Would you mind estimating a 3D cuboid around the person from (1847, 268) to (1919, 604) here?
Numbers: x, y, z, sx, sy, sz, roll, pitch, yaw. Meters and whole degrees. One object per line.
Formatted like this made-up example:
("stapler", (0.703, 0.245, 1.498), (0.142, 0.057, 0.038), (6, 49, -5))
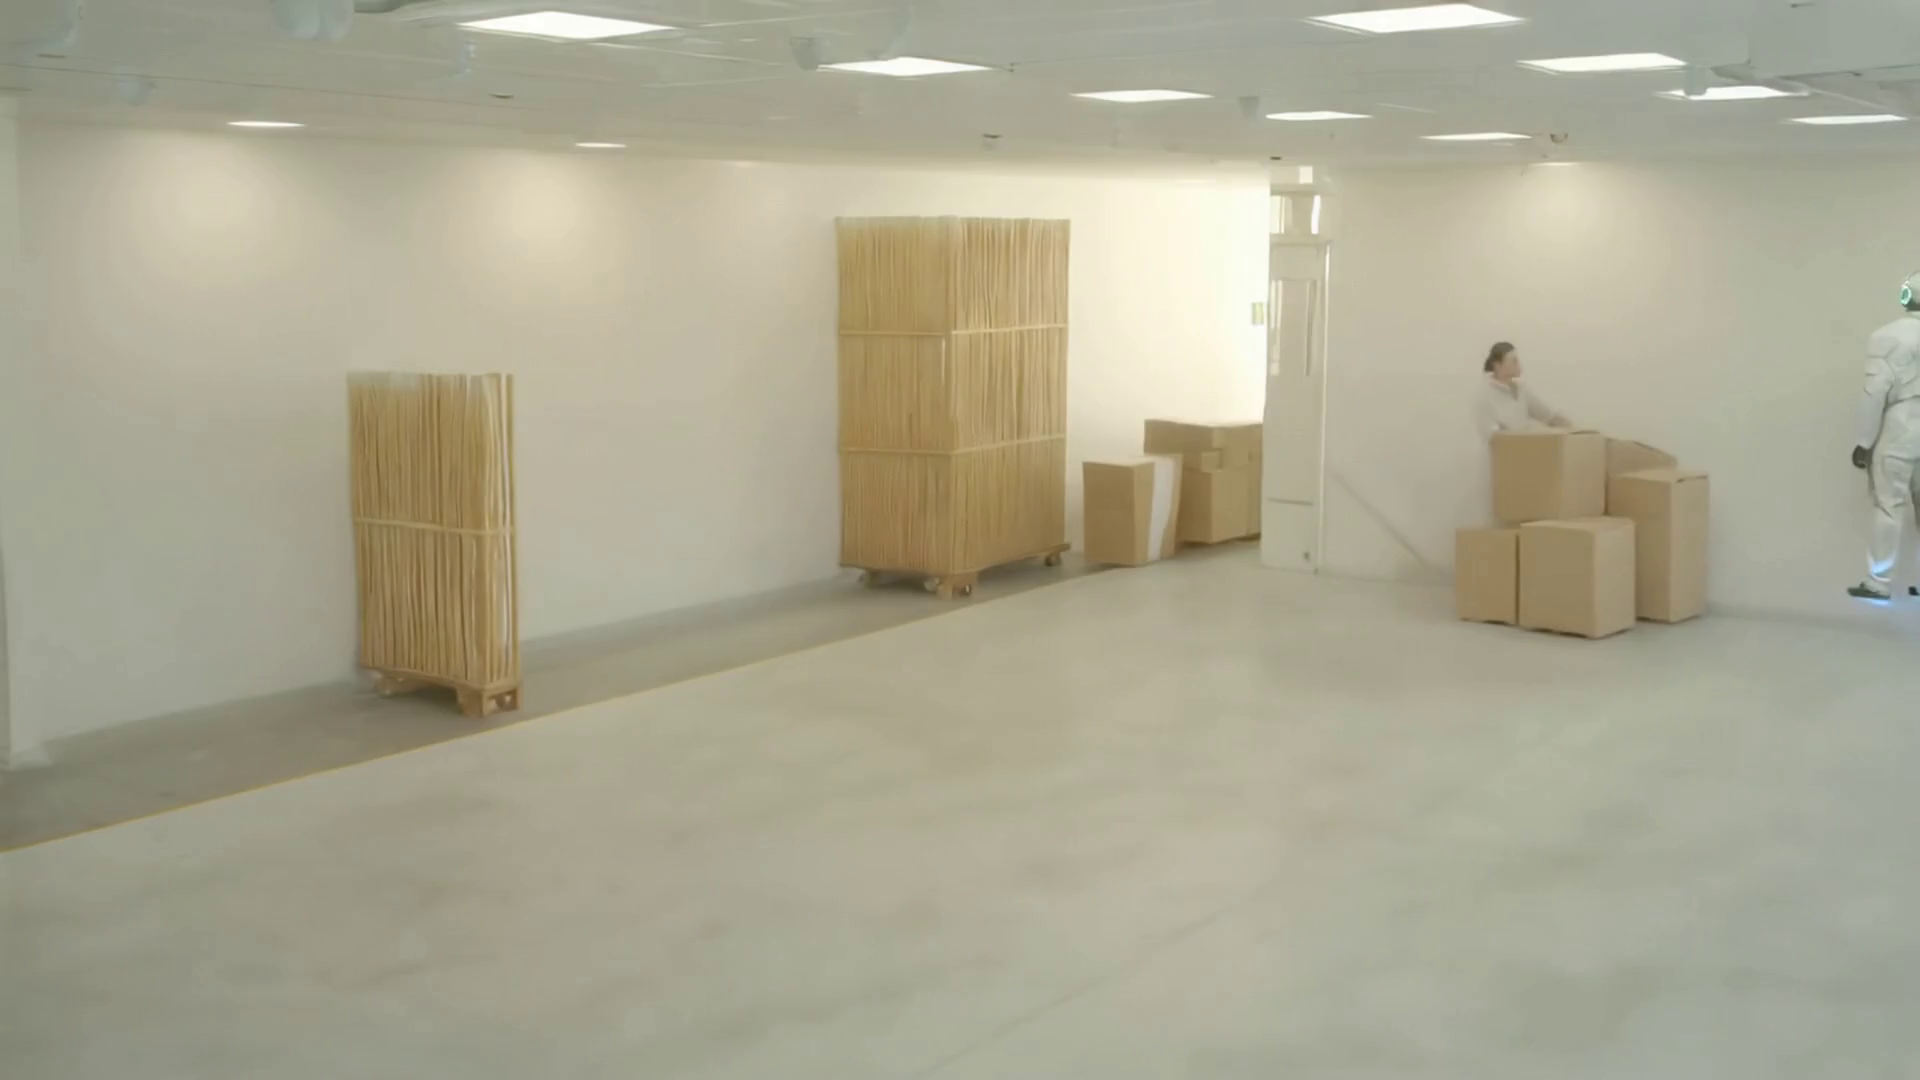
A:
("person", (5.398, -0.584, 9.455), (0.651, 1.907, 0.409), (0, 10, -2))
